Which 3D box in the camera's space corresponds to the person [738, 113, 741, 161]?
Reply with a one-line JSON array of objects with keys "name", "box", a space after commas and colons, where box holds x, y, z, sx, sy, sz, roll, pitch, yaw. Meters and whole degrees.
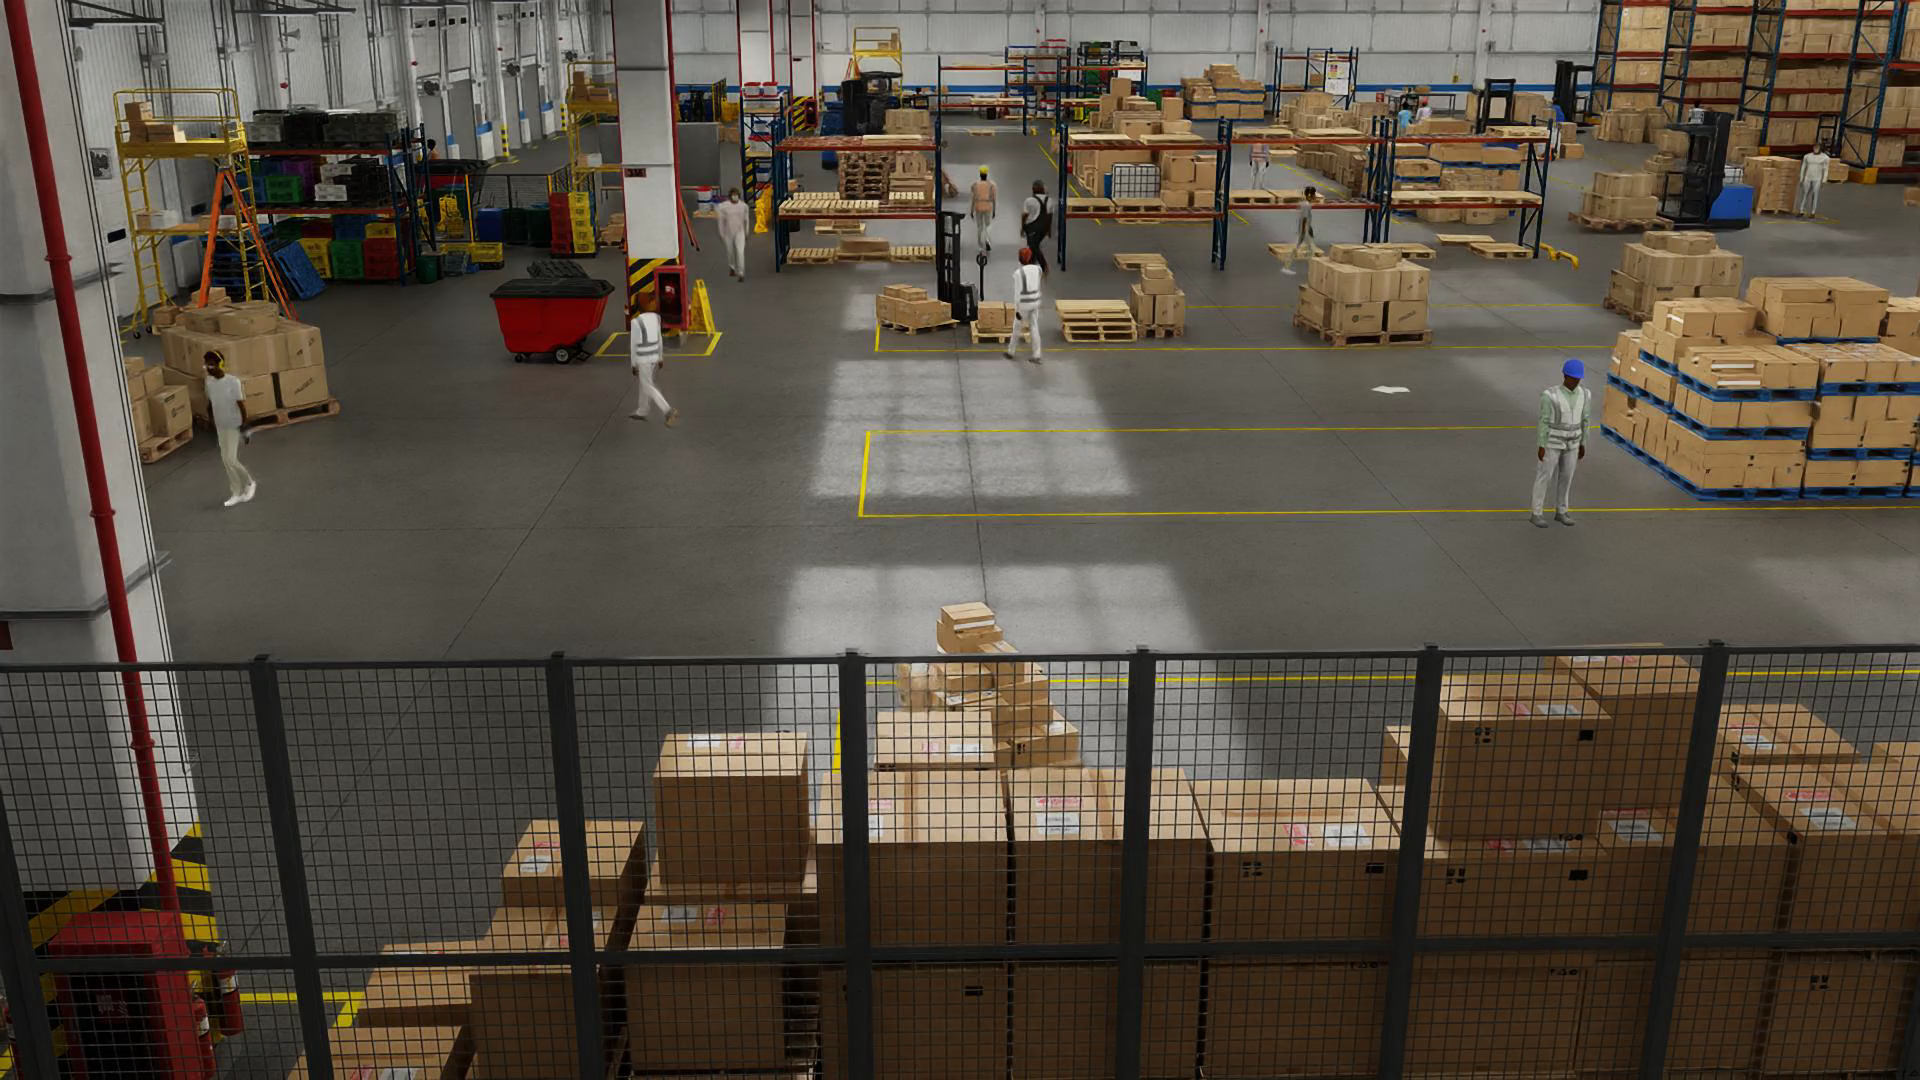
[{"name": "person", "box": [-7.316, -13.802, 56.298, 0.382, 1.918, 0.585, 0, 19, 0]}]

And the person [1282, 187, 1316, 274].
[{"name": "person", "box": [7.188, -6.405, 34.509, 0.984, 1.818, 0.540, 0, 19, 1]}]

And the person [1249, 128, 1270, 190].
[{"name": "person", "box": [8.597, -10.876, 47.749, 0.621, 1.838, 0.429, 13, 22, 33]}]

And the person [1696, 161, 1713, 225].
[{"name": "person", "box": [18.462, -8.551, 41.149, 0.515, 1.641, 0.314, 2, 19, 6]}]

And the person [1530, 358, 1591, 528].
[{"name": "person", "box": [6.712, -1.080, 18.536, 0.603, 1.938, 0.425, -4, 19, -12]}]

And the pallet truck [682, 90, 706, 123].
[{"name": "pallet truck", "box": [-9.671, -15.907, 62.421, 0.823, 1.965, 1.885, 5, 19, 15]}]

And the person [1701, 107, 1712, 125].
[{"name": "person", "box": [26.514, -14.534, 58.946, 0.761, 1.614, 0.502, -4, 19, -10]}]

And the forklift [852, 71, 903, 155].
[{"name": "forklift", "box": [-3.026, -14.993, 58.349, 1.129, 2.768, 1.873, -14, 23, -37]}]

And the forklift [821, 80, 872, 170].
[{"name": "forklift", "box": [-3.431, -13.266, 53.226, 1.873, 2.768, 1.129, 8, 20, 21]}]

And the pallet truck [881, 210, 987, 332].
[{"name": "pallet truck", "box": [-0.493, -4.759, 29.349, 1.885, 1.965, 0.823, -13, 23, -34]}]

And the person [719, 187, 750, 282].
[{"name": "person", "box": [-4.608, -6.273, 34.017, 0.637, 1.898, 1.021, -3, 19, -7]}]

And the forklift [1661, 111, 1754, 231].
[{"name": "forklift", "box": [18.382, -9.041, 40.692, 1.873, 2.768, 1.129, -1, 19, -2]}]

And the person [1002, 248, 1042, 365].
[{"name": "person", "box": [1.037, -3.753, 26.593, 0.594, 1.851, 0.778, -12, 22, -33]}]

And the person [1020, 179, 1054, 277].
[{"name": "person", "box": [1.629, -6.473, 34.367, 0.702, 2.000, 0.918, -15, 24, -37]}]

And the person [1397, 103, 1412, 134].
[{"name": "person", "box": [16.081, -15.009, 60.288, 0.538, 1.653, 0.867, -5, 19, -14]}]

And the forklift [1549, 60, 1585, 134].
[{"name": "forklift", "box": [23.899, -17.641, 66.204, 1.873, 2.768, 1.129, 0, 19, -1]}]

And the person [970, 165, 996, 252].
[{"name": "person", "box": [0.519, -7.475, 37.526, 0.582, 1.916, 0.413, -1, 19, -2]}]

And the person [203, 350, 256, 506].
[{"name": "person", "box": [-8.508, -1.288, 19.275, 0.558, 1.851, 0.392, 6, 20, 18]}]

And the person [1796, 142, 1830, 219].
[{"name": "person", "box": [21.930, -9.250, 42.764, 0.635, 1.937, 0.352, 15, 24, 37]}]

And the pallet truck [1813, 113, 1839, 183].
[{"name": "pallet truck", "box": [26.403, -11.957, 50.702, 0.823, 1.965, 1.885, 6, 19, 16]}]

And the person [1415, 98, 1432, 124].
[{"name": "person", "box": [16.520, -14.783, 59.244, 0.555, 1.903, 0.962, -5, 19, -14]}]

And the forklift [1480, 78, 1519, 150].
[{"name": "forklift", "box": [17.558, -13.677, 54.444, 1.129, 2.768, 1.873, -1, 19, -1]}]

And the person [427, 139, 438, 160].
[{"name": "person", "box": [-14.592, -10.261, 46.138, 0.318, 1.697, 0.535, -11, 22, -30]}]

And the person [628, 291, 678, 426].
[{"name": "person", "box": [-4.252, -2.479, 22.813, 0.860, 1.858, 0.584, 10, 21, 27]}]

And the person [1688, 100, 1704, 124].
[{"name": "person", "box": [26.849, -15.196, 60.773, 0.537, 1.697, 0.320, 0, 19, 0]}]
